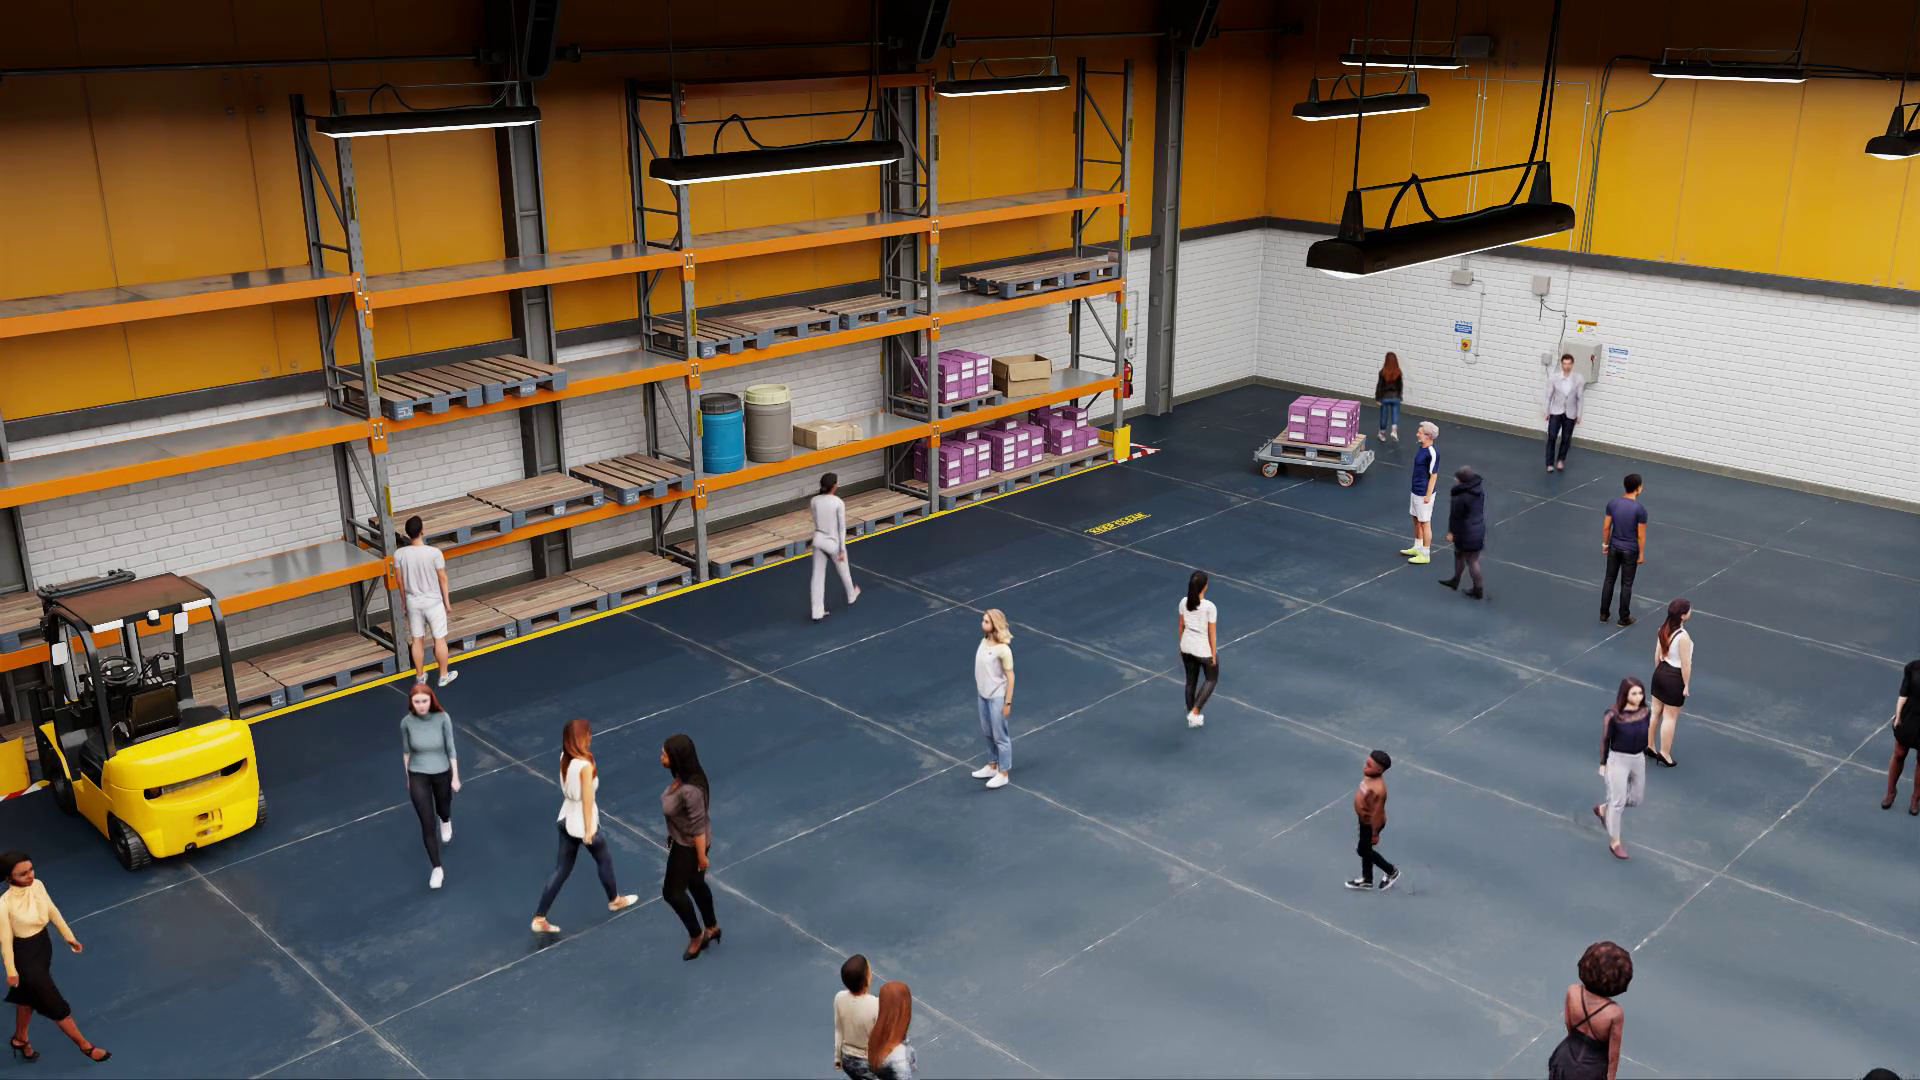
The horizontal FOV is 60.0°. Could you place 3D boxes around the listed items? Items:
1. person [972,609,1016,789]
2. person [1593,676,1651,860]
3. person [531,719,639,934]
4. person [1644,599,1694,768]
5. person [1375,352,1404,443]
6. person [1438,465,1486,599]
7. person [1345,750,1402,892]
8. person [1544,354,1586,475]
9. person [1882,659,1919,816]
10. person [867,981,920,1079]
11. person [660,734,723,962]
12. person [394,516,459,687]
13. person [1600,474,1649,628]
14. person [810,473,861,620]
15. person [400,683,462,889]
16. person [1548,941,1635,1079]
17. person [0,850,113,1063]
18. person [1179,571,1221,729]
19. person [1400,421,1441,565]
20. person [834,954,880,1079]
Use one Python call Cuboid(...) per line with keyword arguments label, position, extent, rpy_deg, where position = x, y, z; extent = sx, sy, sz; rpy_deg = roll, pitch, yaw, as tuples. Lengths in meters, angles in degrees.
Cuboid(label="person", position=(0.323, 1.438, 15.224), extent=(0.613, 1.722, 0.675), rpy_deg=(-11, 22, -30))
Cuboid(label="person", position=(5.589, 1.890, 14.079), extent=(0.832, 1.596, 0.852), rpy_deg=(-5, 19, -15))
Cuboid(label="person", position=(-3.028, 2.239, 12.815), extent=(0.560, 1.741, 1.124), rpy_deg=(17, 25, 42))
Cuboid(label="person", position=(6.679, 1.330, 15.658), extent=(0.633, 1.649, 0.625), rpy_deg=(-7, 20, -19))
Cuboid(label="person", position=(6.906, -2.277, 26.640), extent=(0.804, 1.477, 0.869), rpy_deg=(1, 19, 4))
Cuboid(label="person", position=(6.138, -0.087, 19.891), extent=(0.762, 1.633, 0.760), rpy_deg=(-14, 23, -36))
Cuboid(label="person", position=(3.394, 2.280, 13.470), extent=(0.760, 1.246, 0.706), rpy_deg=(1, 19, 3))
Cuboid(label="person", position=(9.088, -1.909, 25.034), extent=(1.046, 1.804, 1.245), rpy_deg=(5, 19, 14))
Cuboid(label="person", position=(8.510, 1.612, 14.735), extent=(0.614, 1.704, 0.538), rpy_deg=(14, 23, 35))
Cuboid(label="person", position=(-0.482, 3.378, 9.568), extent=(1.221, 1.655, 1.057), rpy_deg=(-2, 19, -7))
Cuboid(label="person", position=(-1.923, 2.297, 12.516), extent=(0.820, 1.822, 0.774), rpy_deg=(-3, 19, -10))
Cuboid(label="person", position=(-5.603, 0.640, 17.383), extent=(0.753, 1.856, 0.815), rpy_deg=(0, 19, 0))
Cuboid(label="person", position=(7.599, 0.112, 19.066), extent=(0.648, 1.784, 0.522), rpy_deg=(16, 25, 40))
Cuboid(label="person", position=(-1.568, 0.100, 19.244), extent=(0.917, 1.693, 1.187), rpy_deg=(7, 20, 21))
Cuboid(label="person", position=(-4.354, 1.949, 13.713), extent=(1.095, 1.717, 1.013), rpy_deg=(-4, 19, -13))
Cuboid(label="person", position=(3.634, 3.242, 9.842), extent=(0.576, 1.738, 1.088), rpy_deg=(16, 25, 40))
Cuboid(label="person", position=(-6.329, 2.837, 11.226), extent=(1.025, 1.622, 0.993), rpy_deg=(1, 19, 3))
Cuboid(label="person", position=(2.303, 1.112, 16.329), extent=(0.631, 1.634, 0.681), rpy_deg=(14, 23, 35))
Cuboid(label="person", position=(5.893, -0.620, 21.154), extent=(0.762, 1.838, 0.717), rpy_deg=(-1, 19, -4))
Cuboid(label="person", position=(-0.626, 3.259, 10.249), extent=(0.713, 1.446, 1.024), rpy_deg=(11, 21, 29))
